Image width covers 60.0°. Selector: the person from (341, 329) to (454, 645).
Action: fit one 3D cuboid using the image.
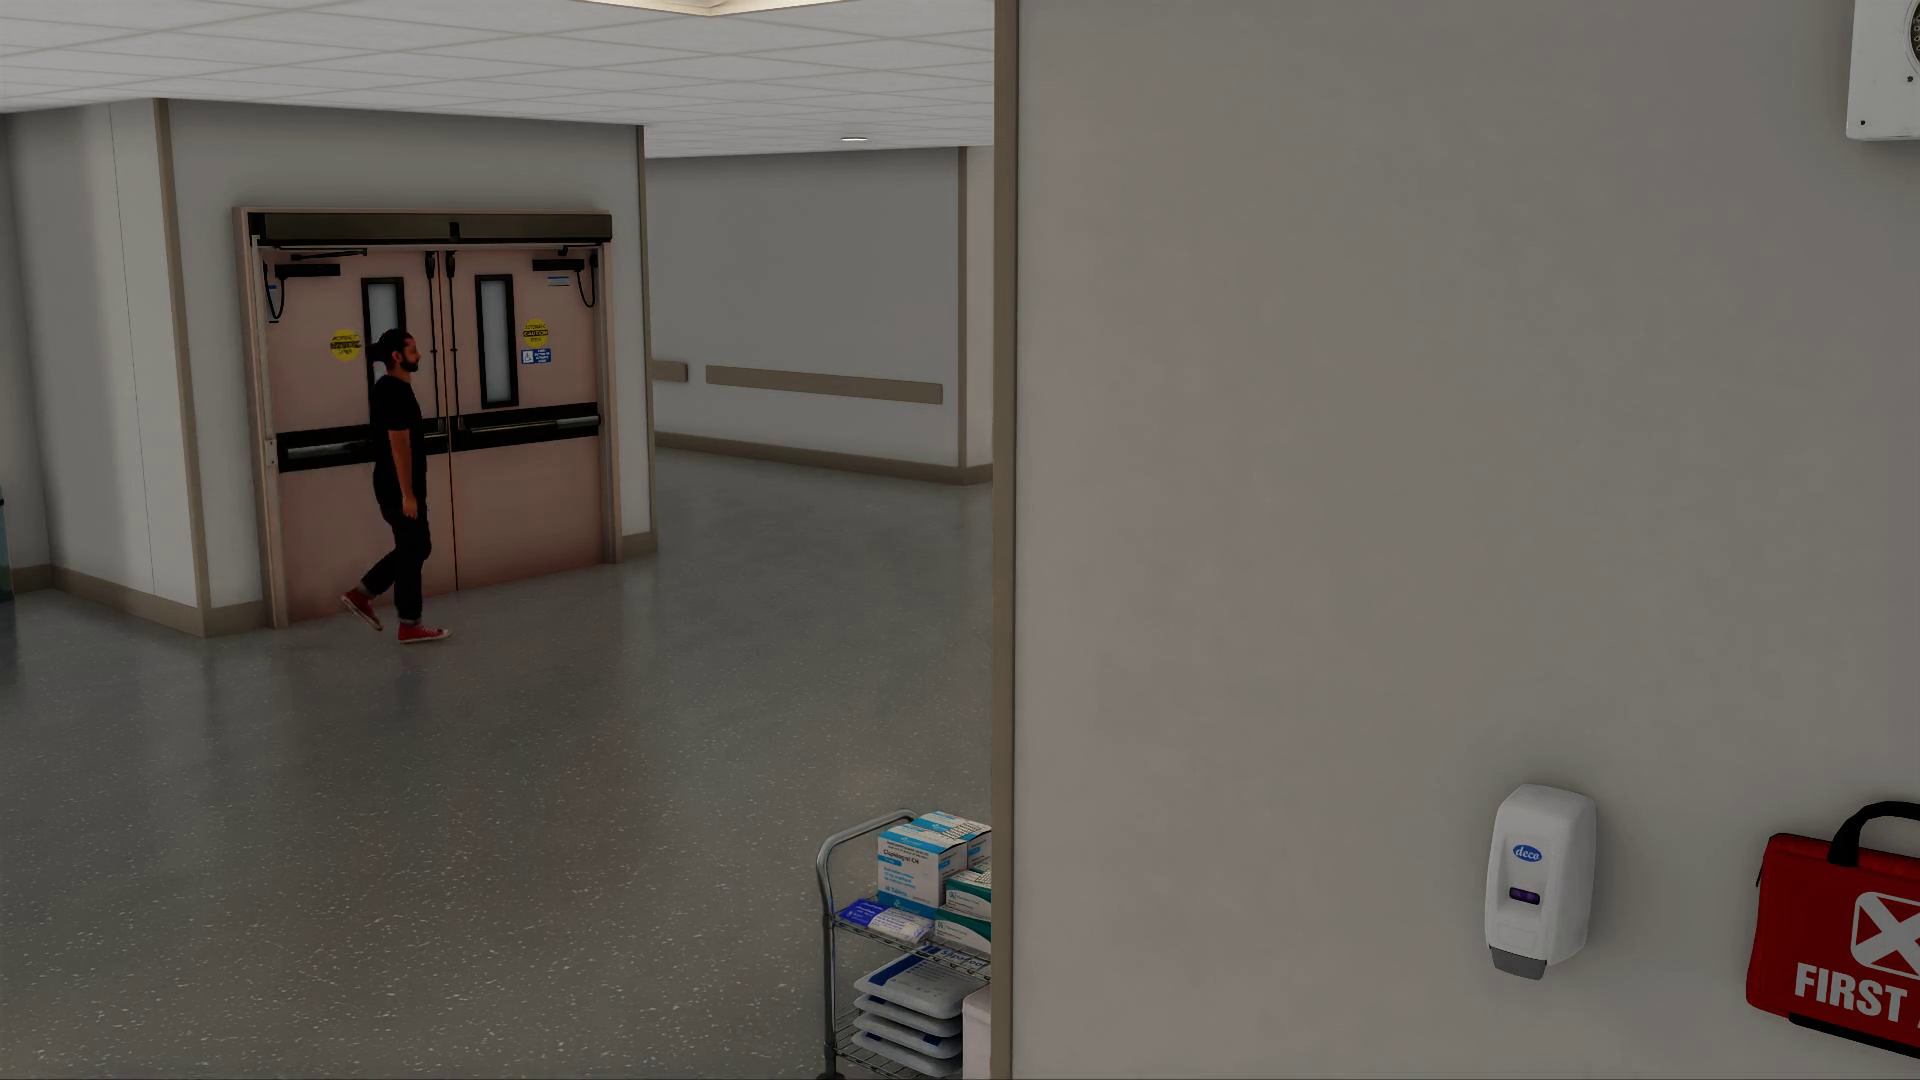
[{"bbox_3d":[-3.166,-0.277,9.180,0.938,1.749,0.837,-4,11,-20],"label":"person"}]
